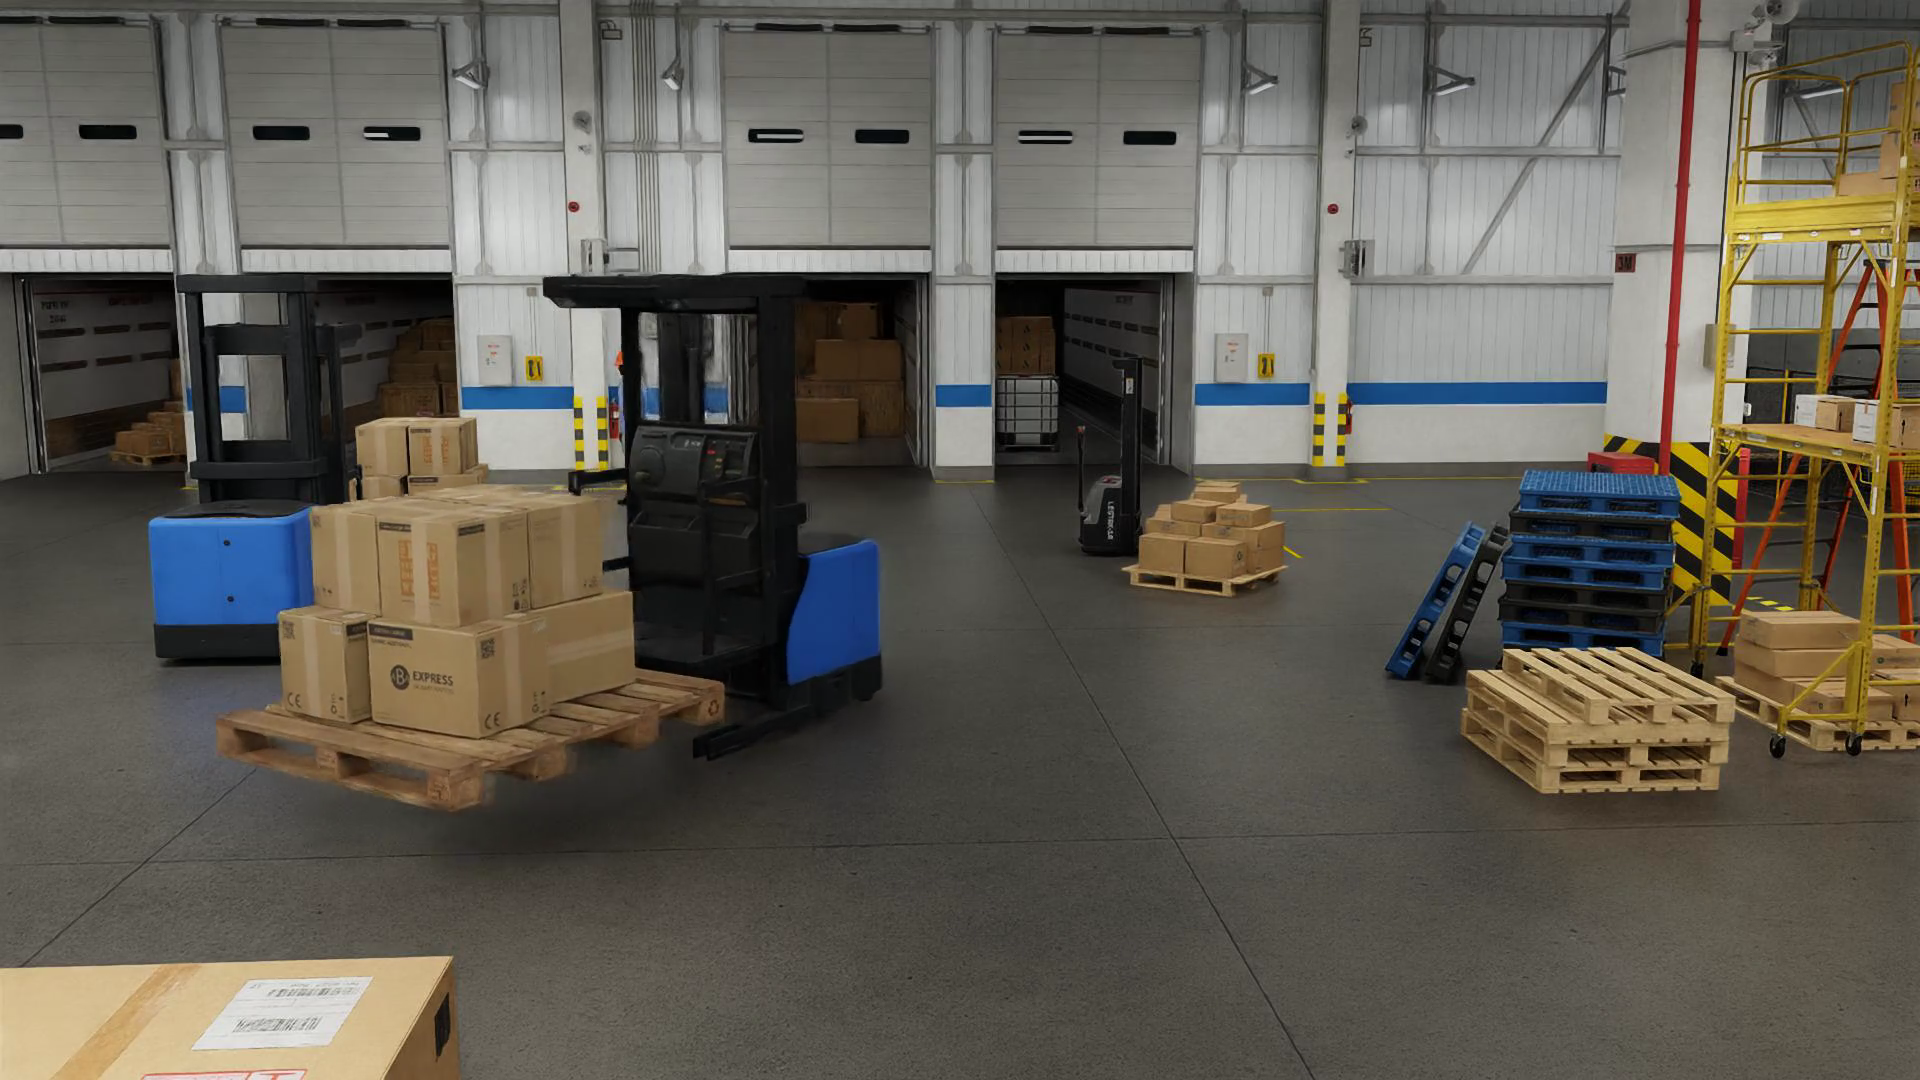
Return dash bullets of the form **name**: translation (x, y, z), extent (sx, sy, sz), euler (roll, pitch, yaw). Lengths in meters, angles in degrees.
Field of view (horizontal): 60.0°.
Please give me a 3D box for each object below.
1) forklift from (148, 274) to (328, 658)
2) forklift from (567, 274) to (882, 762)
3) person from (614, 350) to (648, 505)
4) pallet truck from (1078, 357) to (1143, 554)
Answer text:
- **forklift**: translation (-5.348, -0.627, 12.681), extent (1.129, 2.768, 1.873), euler (-1, 9, -4)
- **forklift**: translation (-1.418, -0.259, 10.376), extent (1.129, 2.768, 1.873), euler (6, 11, 31)
- **person**: translation (-4.018, -1.363, 20.290), extent (0.389, 1.930, 0.544), euler (-8, 12, -41)
- **pallet truck**: translation (2.088, -0.836, 16.757), extent (1.885, 1.965, 0.823), euler (2, 9, 13)
